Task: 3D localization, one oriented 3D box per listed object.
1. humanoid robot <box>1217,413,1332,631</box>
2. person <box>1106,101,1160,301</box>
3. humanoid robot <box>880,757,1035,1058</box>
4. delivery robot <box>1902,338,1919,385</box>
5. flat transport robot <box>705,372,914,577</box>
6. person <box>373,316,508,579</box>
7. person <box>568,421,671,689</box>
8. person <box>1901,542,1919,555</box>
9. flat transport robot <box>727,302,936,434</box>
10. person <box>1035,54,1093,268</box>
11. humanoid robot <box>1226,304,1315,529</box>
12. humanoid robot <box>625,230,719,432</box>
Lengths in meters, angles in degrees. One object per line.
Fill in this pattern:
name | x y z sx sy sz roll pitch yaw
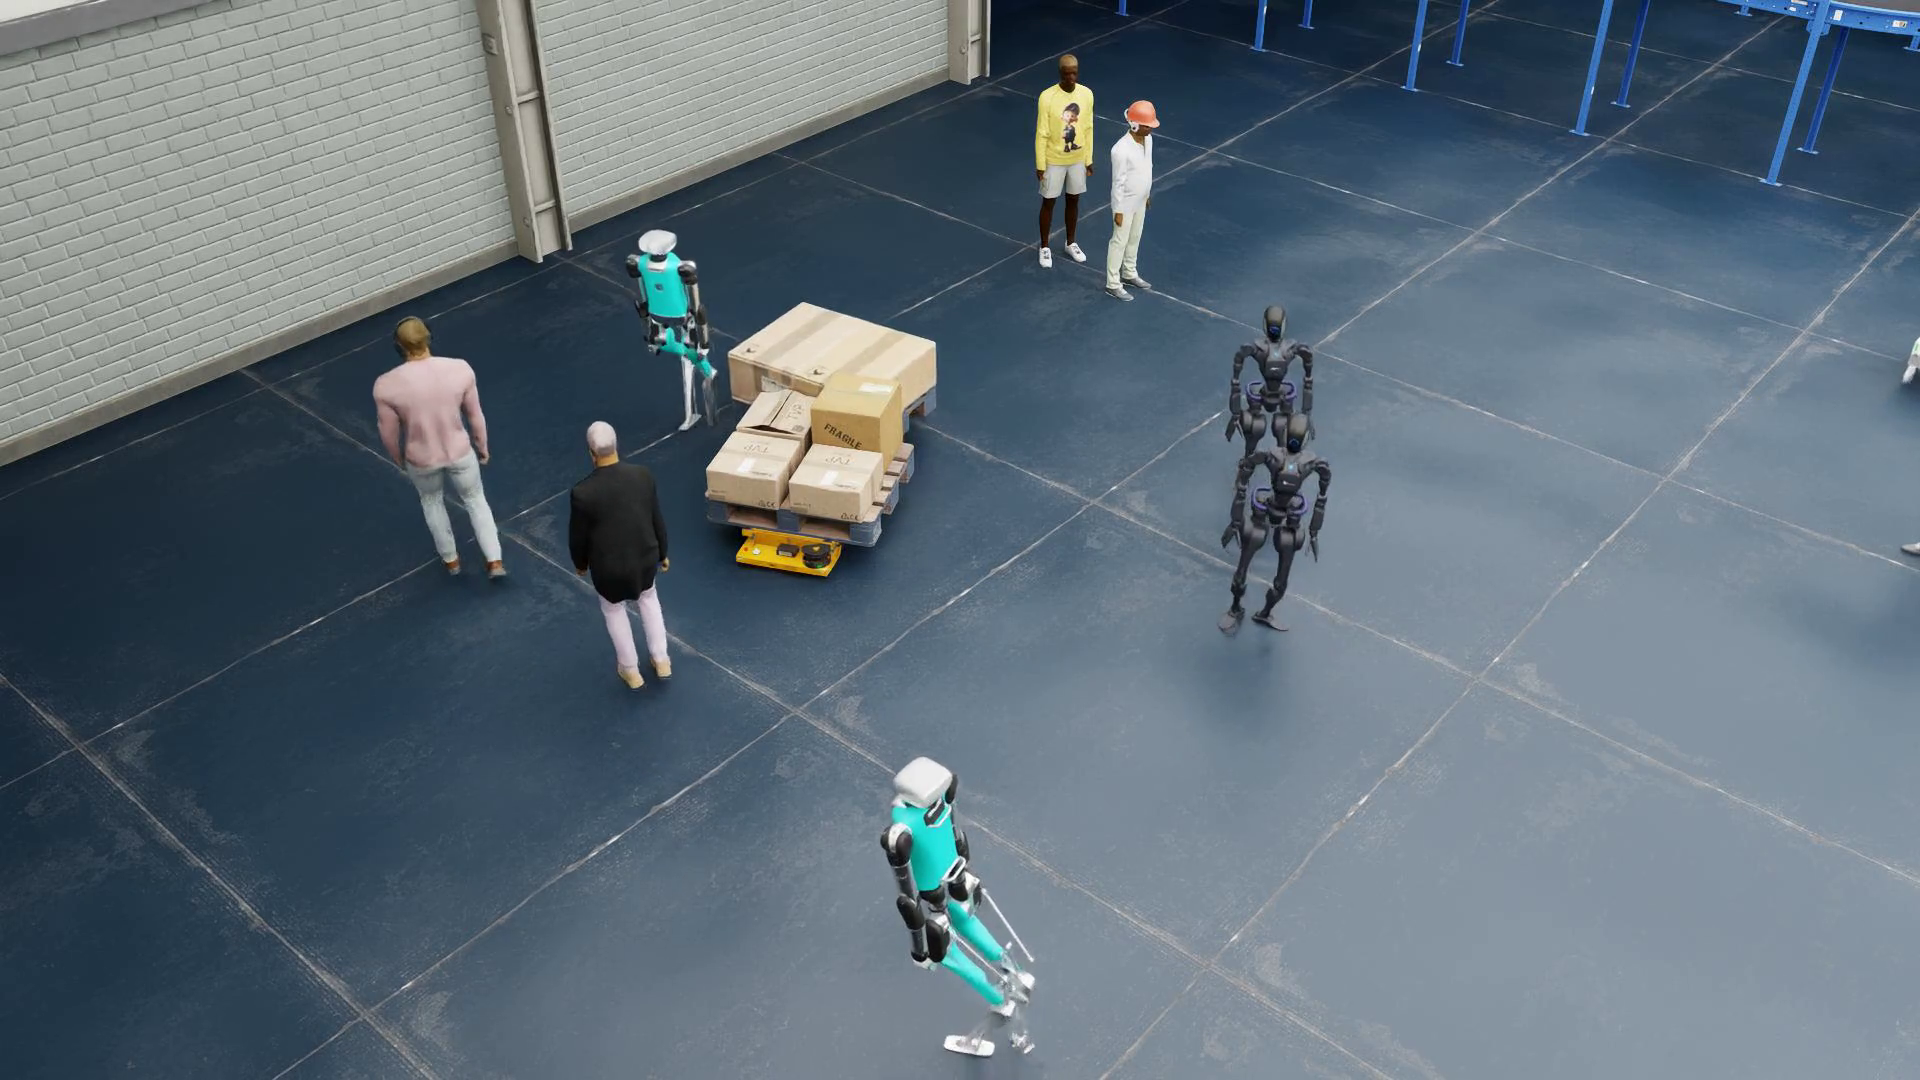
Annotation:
humanoid robot | 1.943 -0.096 10.317 0.608 1.642 0.317 5 36 7
person | 1.484 -2.903 14.193 0.347 1.743 0.561 22 41 28
humanoid robot | 0.089 1.815 7.622 0.842 1.809 0.533 17 39 22
delivery robot | 7.884 -1.526 13.274 0.767 0.583 0.499 -29 45 -34
flat transport robot | -1.020 -0.256 11.747 0.659 0.231 1.431 9 36 12
person | -3.350 -0.530 10.718 0.647 1.918 0.615 -15 38 -20
person | -2.008 0.123 9.862 0.566 1.840 0.426 -19 40 -25
person | 6.695 -0.560 10.818 0.372 1.840 0.568 -2 35 -2
flat transport robot | -0.920 -0.889 12.636 0.659 0.231 1.431 19 40 25
person | 0.919 -3.350 14.688 0.544 1.899 0.377 -11 37 -16
humanoid robot | 2.153 -0.908 11.464 0.616 1.642 0.588 1 35 2
humanoid robot | -2.042 -1.519 12.341 0.535 1.865 0.781 8 36 12
